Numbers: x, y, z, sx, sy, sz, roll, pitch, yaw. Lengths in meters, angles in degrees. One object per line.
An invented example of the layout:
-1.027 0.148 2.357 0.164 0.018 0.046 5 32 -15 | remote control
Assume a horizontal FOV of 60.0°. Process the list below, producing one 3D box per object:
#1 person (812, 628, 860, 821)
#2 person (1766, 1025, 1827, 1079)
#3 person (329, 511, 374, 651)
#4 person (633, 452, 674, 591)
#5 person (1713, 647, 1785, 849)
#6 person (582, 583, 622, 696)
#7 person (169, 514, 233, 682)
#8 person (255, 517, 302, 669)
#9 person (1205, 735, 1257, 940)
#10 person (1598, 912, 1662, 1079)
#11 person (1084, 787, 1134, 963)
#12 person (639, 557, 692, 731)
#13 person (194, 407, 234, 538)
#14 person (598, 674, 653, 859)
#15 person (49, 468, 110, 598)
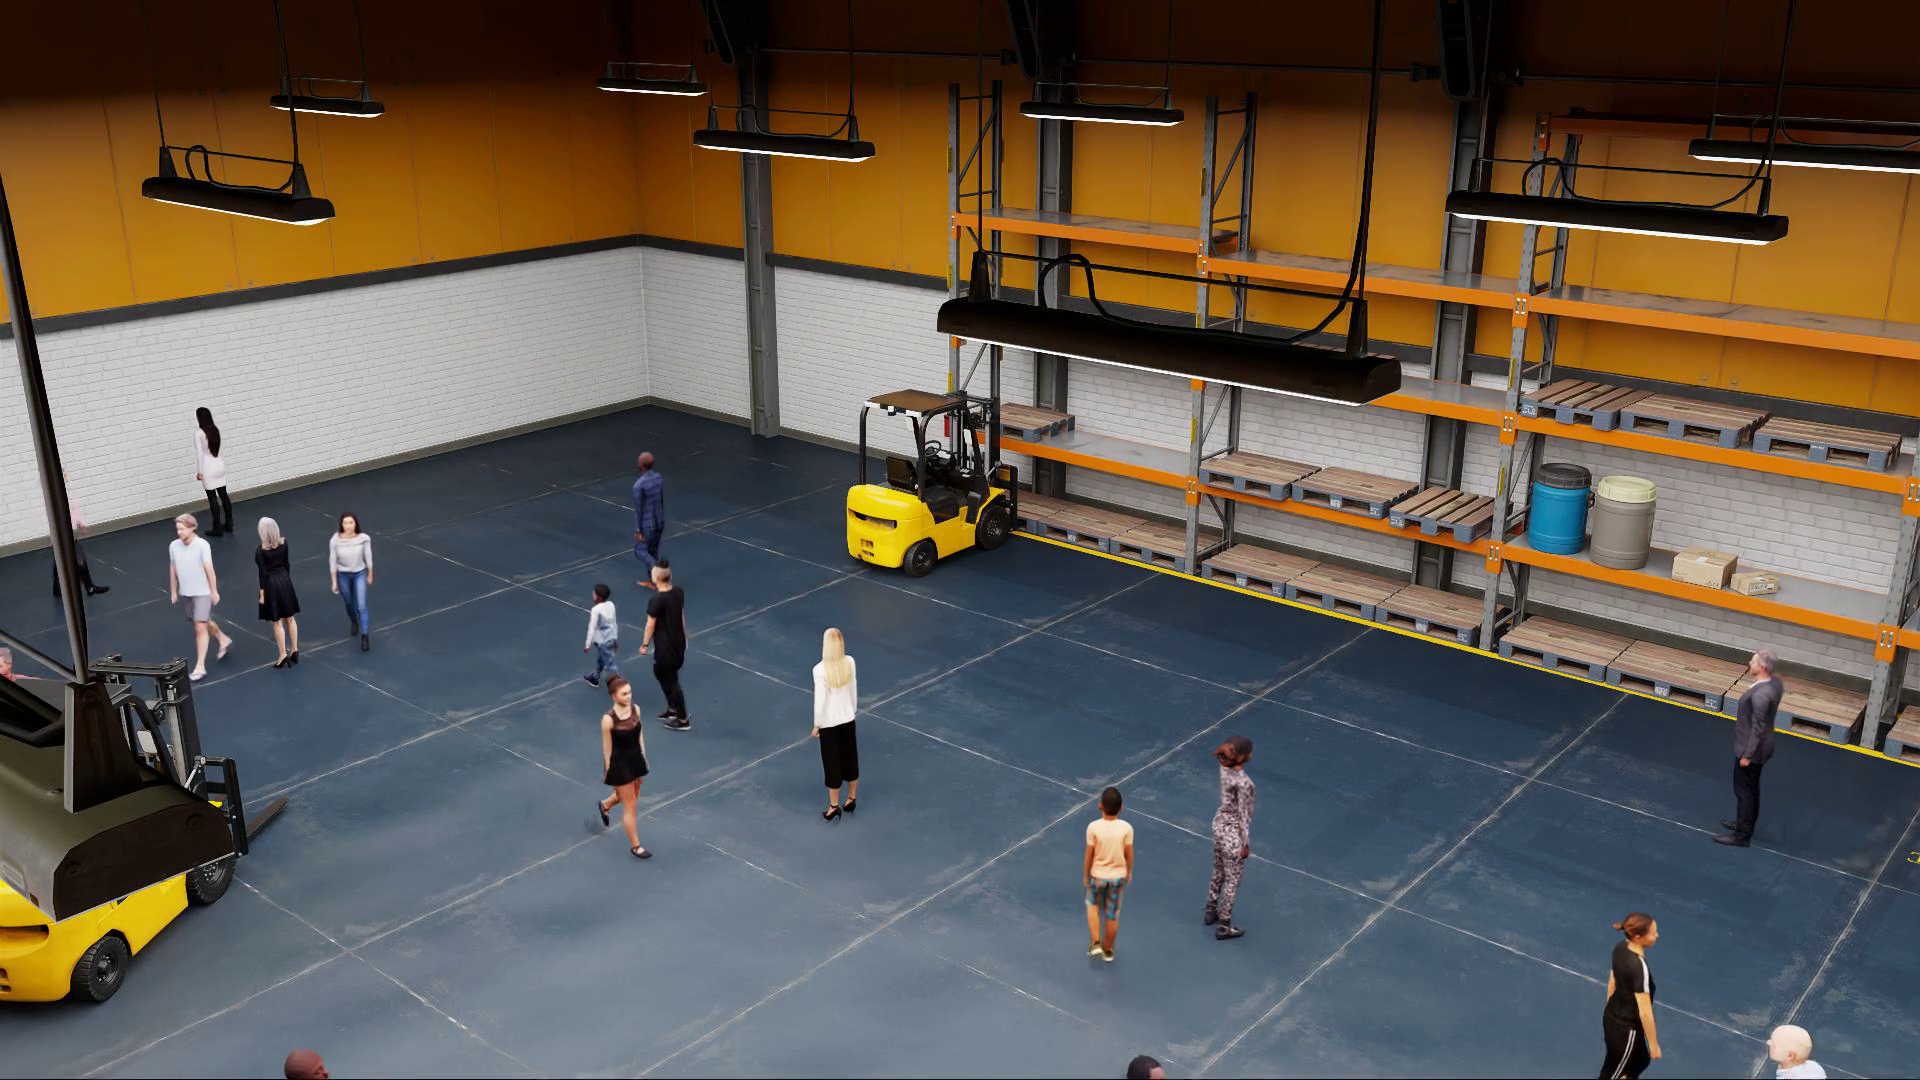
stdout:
-1.116 1.663 15.007 0.658 1.858 0.588 -14 23 -36 | person
4.768 3.582 9.439 0.787 1.774 0.692 11 21 29 | person
-6.986 0.433 19.080 0.994 1.590 1.156 -5 19 -16 | person
-3.796 -0.204 20.636 0.933 1.804 0.732 11 22 30 | person
6.967 1.803 14.618 0.608 1.840 0.746 12 22 32 | person
-3.741 1.088 17.700 0.908 1.229 0.624 9 21 25 | person
-8.355 0.567 18.346 1.184 1.803 1.077 5 19 14 | person
-7.569 0.572 18.421 0.634 1.747 0.647 9 21 25 | person
2.149 2.339 13.228 0.727 1.711 0.648 -5 19 -14 | person
4.255 3.170 10.851 0.791 1.655 0.730 4 19 11 | person
1.146 2.616 12.810 0.663 1.453 0.724 0 19 1 | person
-2.870 1.066 16.790 0.809 1.851 0.791 5 19 15 | person
-10.268 -0.950 22.843 0.635 1.808 0.668 7 20 21 | person
-2.979 1.937 14.506 0.977 1.657 0.627 13 23 34 | person
-11.145 -0.079 20.486 0.924 1.662 0.935 -7 20 -20 | person
